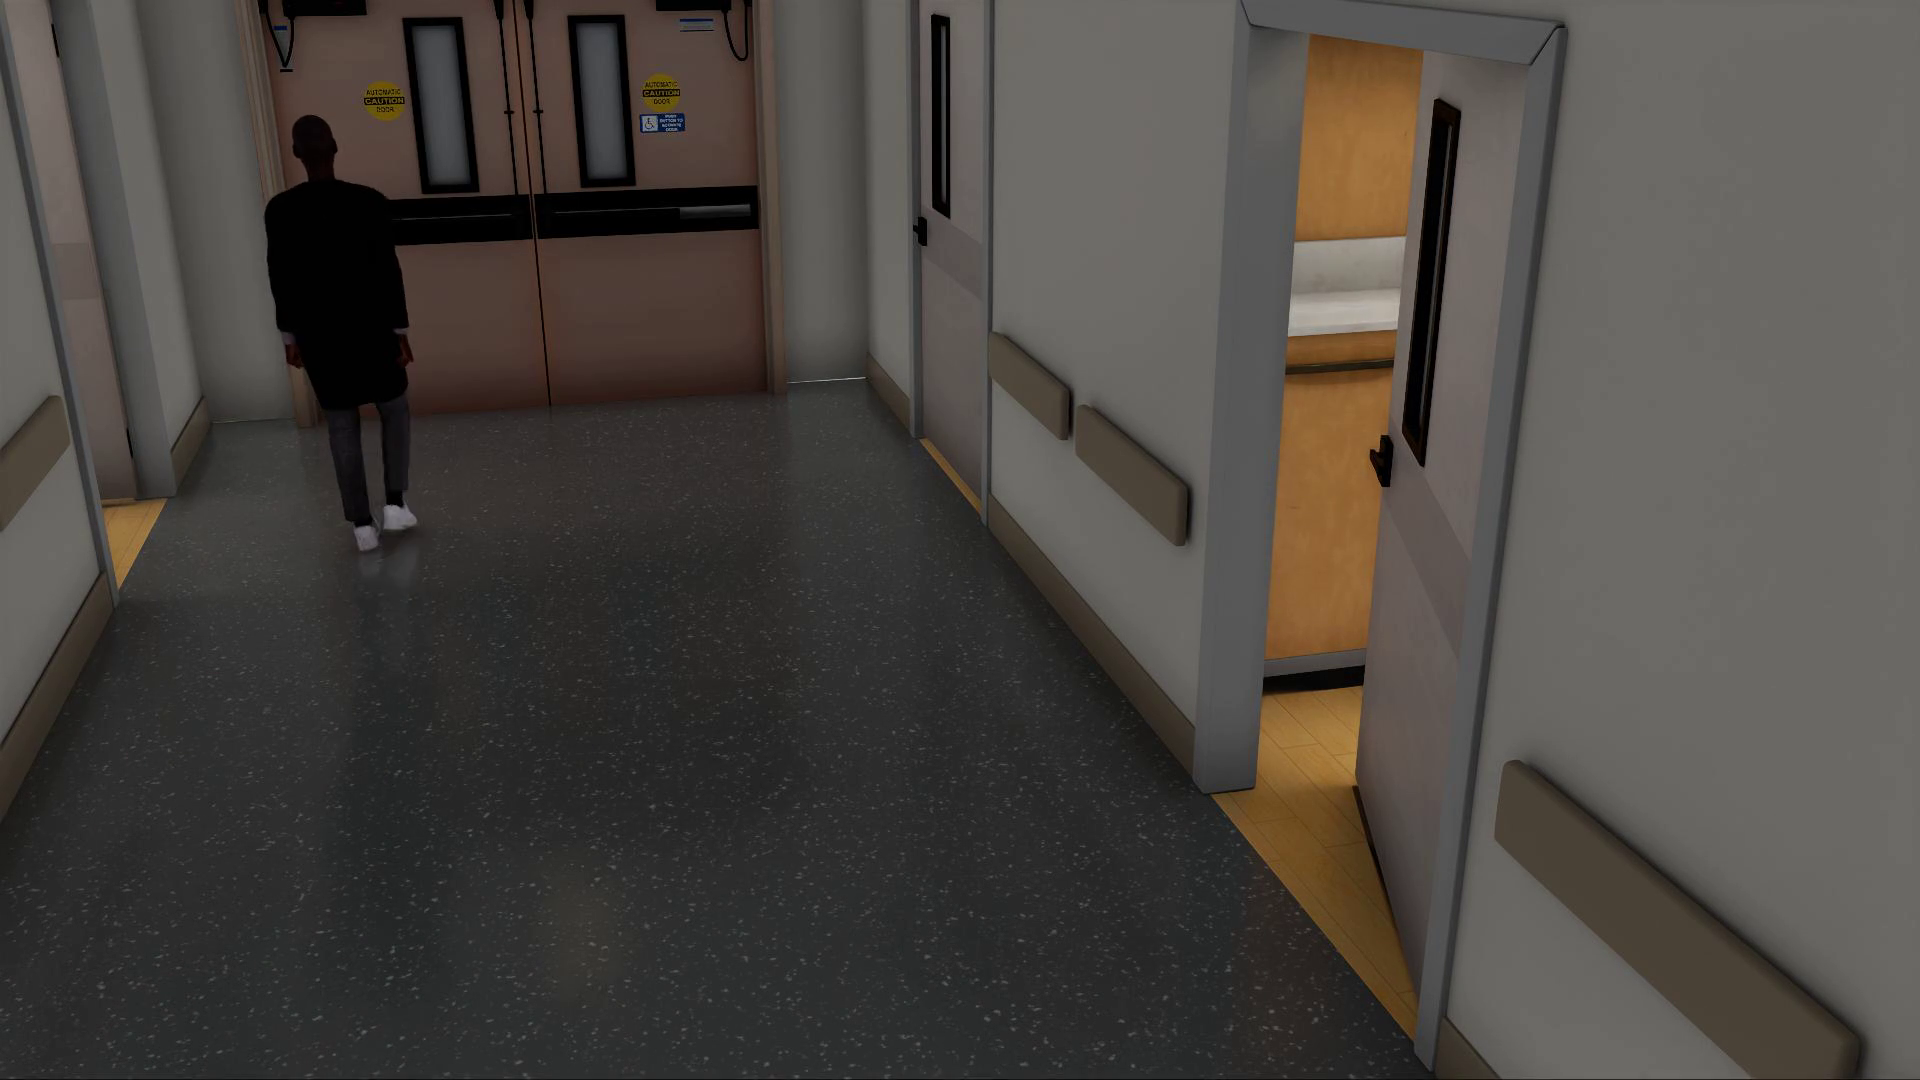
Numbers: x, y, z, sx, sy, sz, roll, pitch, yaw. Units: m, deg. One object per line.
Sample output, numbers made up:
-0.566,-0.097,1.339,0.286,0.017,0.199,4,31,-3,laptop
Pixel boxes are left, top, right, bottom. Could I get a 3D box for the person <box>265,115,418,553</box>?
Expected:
-2.452,-0.781,6.623,0.677,1.752,0.610,-4,21,-11,person
